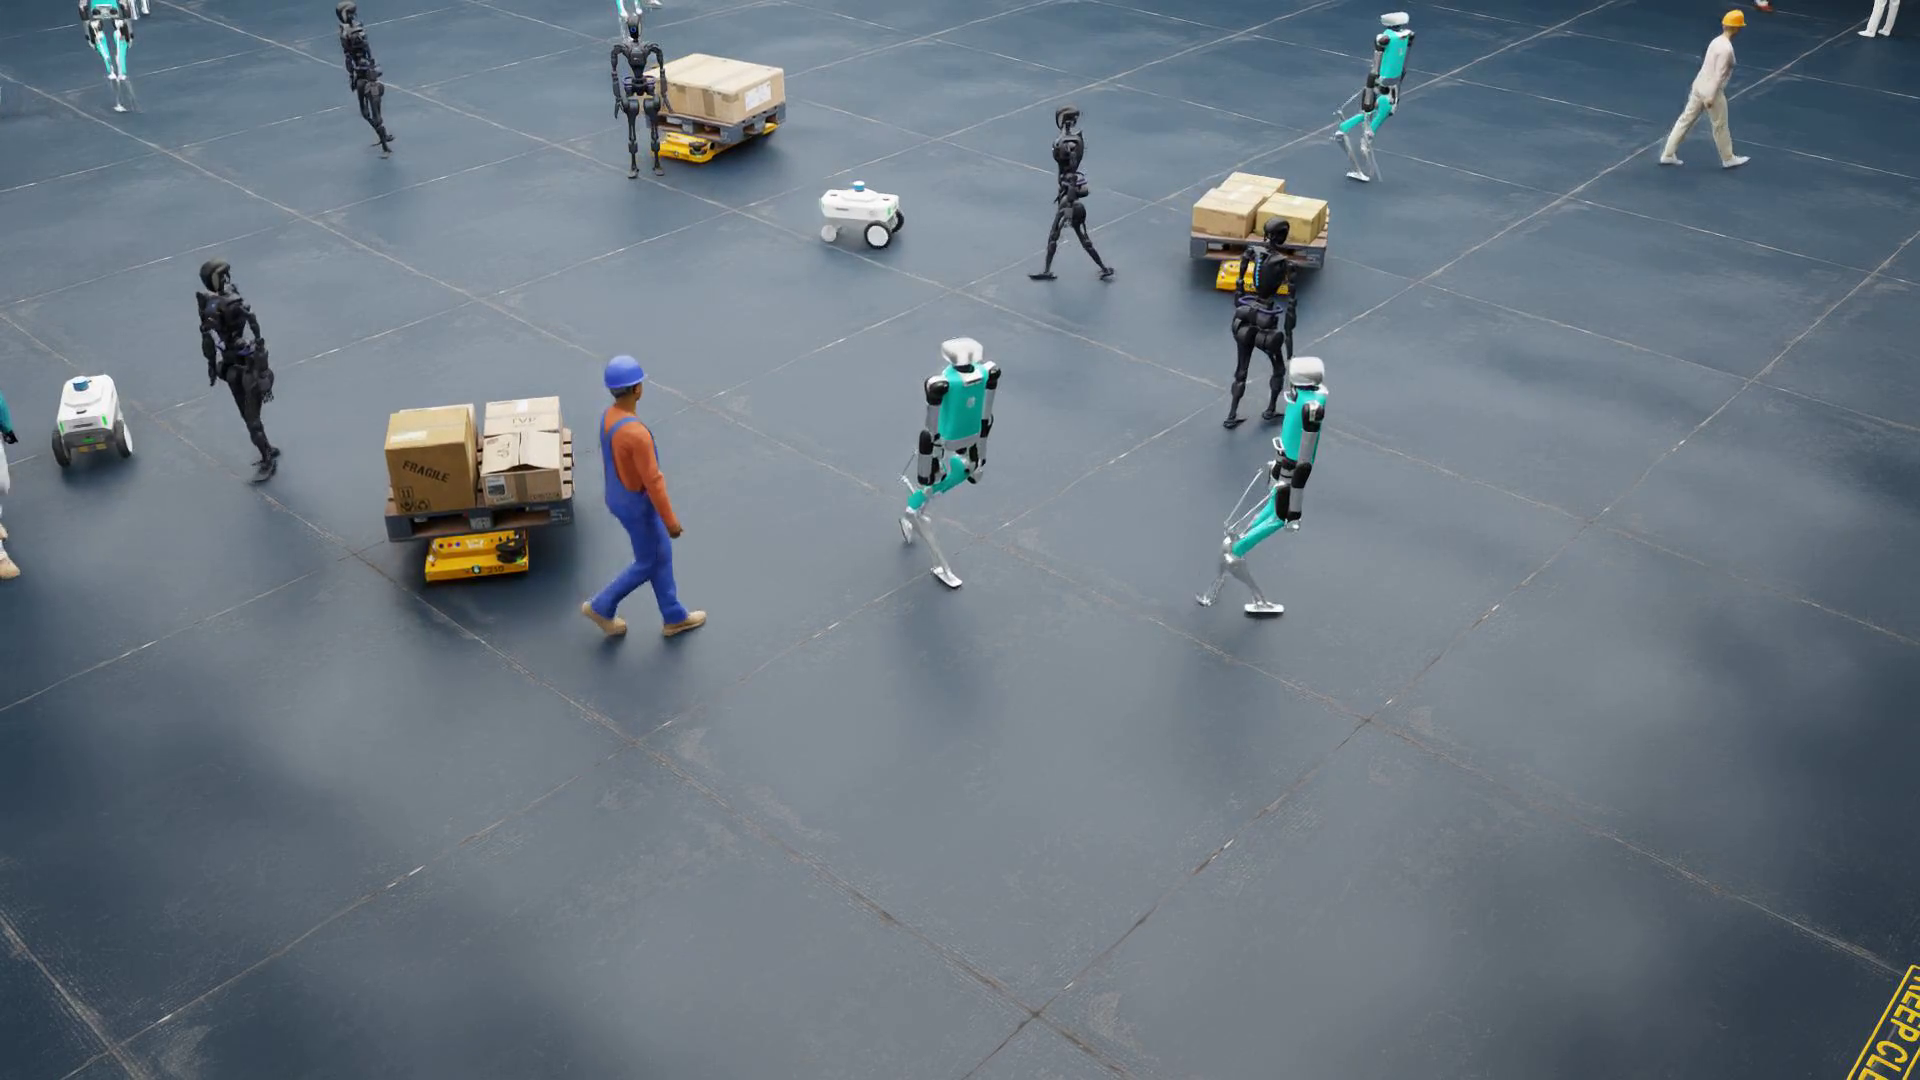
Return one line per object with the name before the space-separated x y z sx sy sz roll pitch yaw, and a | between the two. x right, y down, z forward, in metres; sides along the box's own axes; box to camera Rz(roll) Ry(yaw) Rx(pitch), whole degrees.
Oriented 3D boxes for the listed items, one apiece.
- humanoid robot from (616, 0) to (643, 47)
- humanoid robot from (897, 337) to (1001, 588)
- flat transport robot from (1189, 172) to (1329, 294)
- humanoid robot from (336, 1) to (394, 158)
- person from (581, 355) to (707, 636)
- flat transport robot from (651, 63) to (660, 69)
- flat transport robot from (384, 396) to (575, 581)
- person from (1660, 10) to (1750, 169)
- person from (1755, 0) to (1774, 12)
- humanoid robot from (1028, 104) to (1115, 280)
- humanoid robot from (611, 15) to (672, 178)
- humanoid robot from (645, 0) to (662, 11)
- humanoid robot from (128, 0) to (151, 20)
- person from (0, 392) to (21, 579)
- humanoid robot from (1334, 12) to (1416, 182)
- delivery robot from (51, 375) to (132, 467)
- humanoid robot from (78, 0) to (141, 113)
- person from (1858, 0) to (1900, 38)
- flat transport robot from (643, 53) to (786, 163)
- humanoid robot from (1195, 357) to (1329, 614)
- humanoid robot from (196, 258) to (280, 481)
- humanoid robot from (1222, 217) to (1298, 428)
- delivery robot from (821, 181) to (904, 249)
humanoid robot | -4.306 -7.182 21.433 0.532 1.889 0.753 -14 34 -21
humanoid robot | -0.197 -0.551 10.700 0.556 1.821 0.903 -22 38 -31
flat transport robot | 2.761 -2.655 15.430 0.659 0.231 1.431 7 32 10
humanoid robot | -6.318 -4.945 17.789 0.608 1.647 0.459 27 41 37
person | -1.963 -0.213 9.982 0.707 1.865 0.547 -14 35 -22
flat transport robot | -3.039 -5.605 20.179 1.431 0.231 0.659 21 38 30
flat transport robot | -3.260 -0.199 11.475 0.659 0.231 1.431 -6 32 -10
person | 7.925 -4.695 17.407 0.889 1.647 0.476 -1 32 -1
person | 11.197 -8.354 23.161 0.506 1.801 0.857 -14 35 -22
humanoid robot | 1.029 -3.071 14.826 0.781 1.638 0.587 -4 32 -6
humanoid robot | -3.288 -4.580 17.182 0.599 1.657 0.315 -6 32 -10
humanoid robot | -4.362 -8.172 23.015 0.731 1.888 0.547 10 33 16
humanoid robot | -11.332 -7.943 22.610 0.553 1.827 0.767 -11 33 -17
person | -6.477 -0.666 10.759 0.709 1.820 0.644 25 40 34
humanoid robot | 4.199 -4.518 17.073 0.585 1.820 0.701 -23 39 -32
delivery robot | -6.471 -0.916 12.367 0.499 0.604 0.808 -11 33 -17
humanoid robot | -9.690 -5.715 19.016 0.578 1.827 0.710 -14 35 -22
person | 12.236 -7.430 21.819 0.513 1.638 0.308 -6 32 -10
flat transport robot | -2.701 -4.510 18.417 0.659 0.231 1.431 17 36 26
humanoid robot | 1.786 -0.246 10.256 0.797 1.877 0.555 1 32 1
humanoid robot | -5.115 -1.249 11.834 0.584 1.638 0.400 12 34 19
humanoid robot | 2.260 -1.633 12.460 0.534 1.642 0.600 -25 40 -35
delivery robot | -0.946 -3.137 15.918 0.769 0.577 0.499 7 33 11
